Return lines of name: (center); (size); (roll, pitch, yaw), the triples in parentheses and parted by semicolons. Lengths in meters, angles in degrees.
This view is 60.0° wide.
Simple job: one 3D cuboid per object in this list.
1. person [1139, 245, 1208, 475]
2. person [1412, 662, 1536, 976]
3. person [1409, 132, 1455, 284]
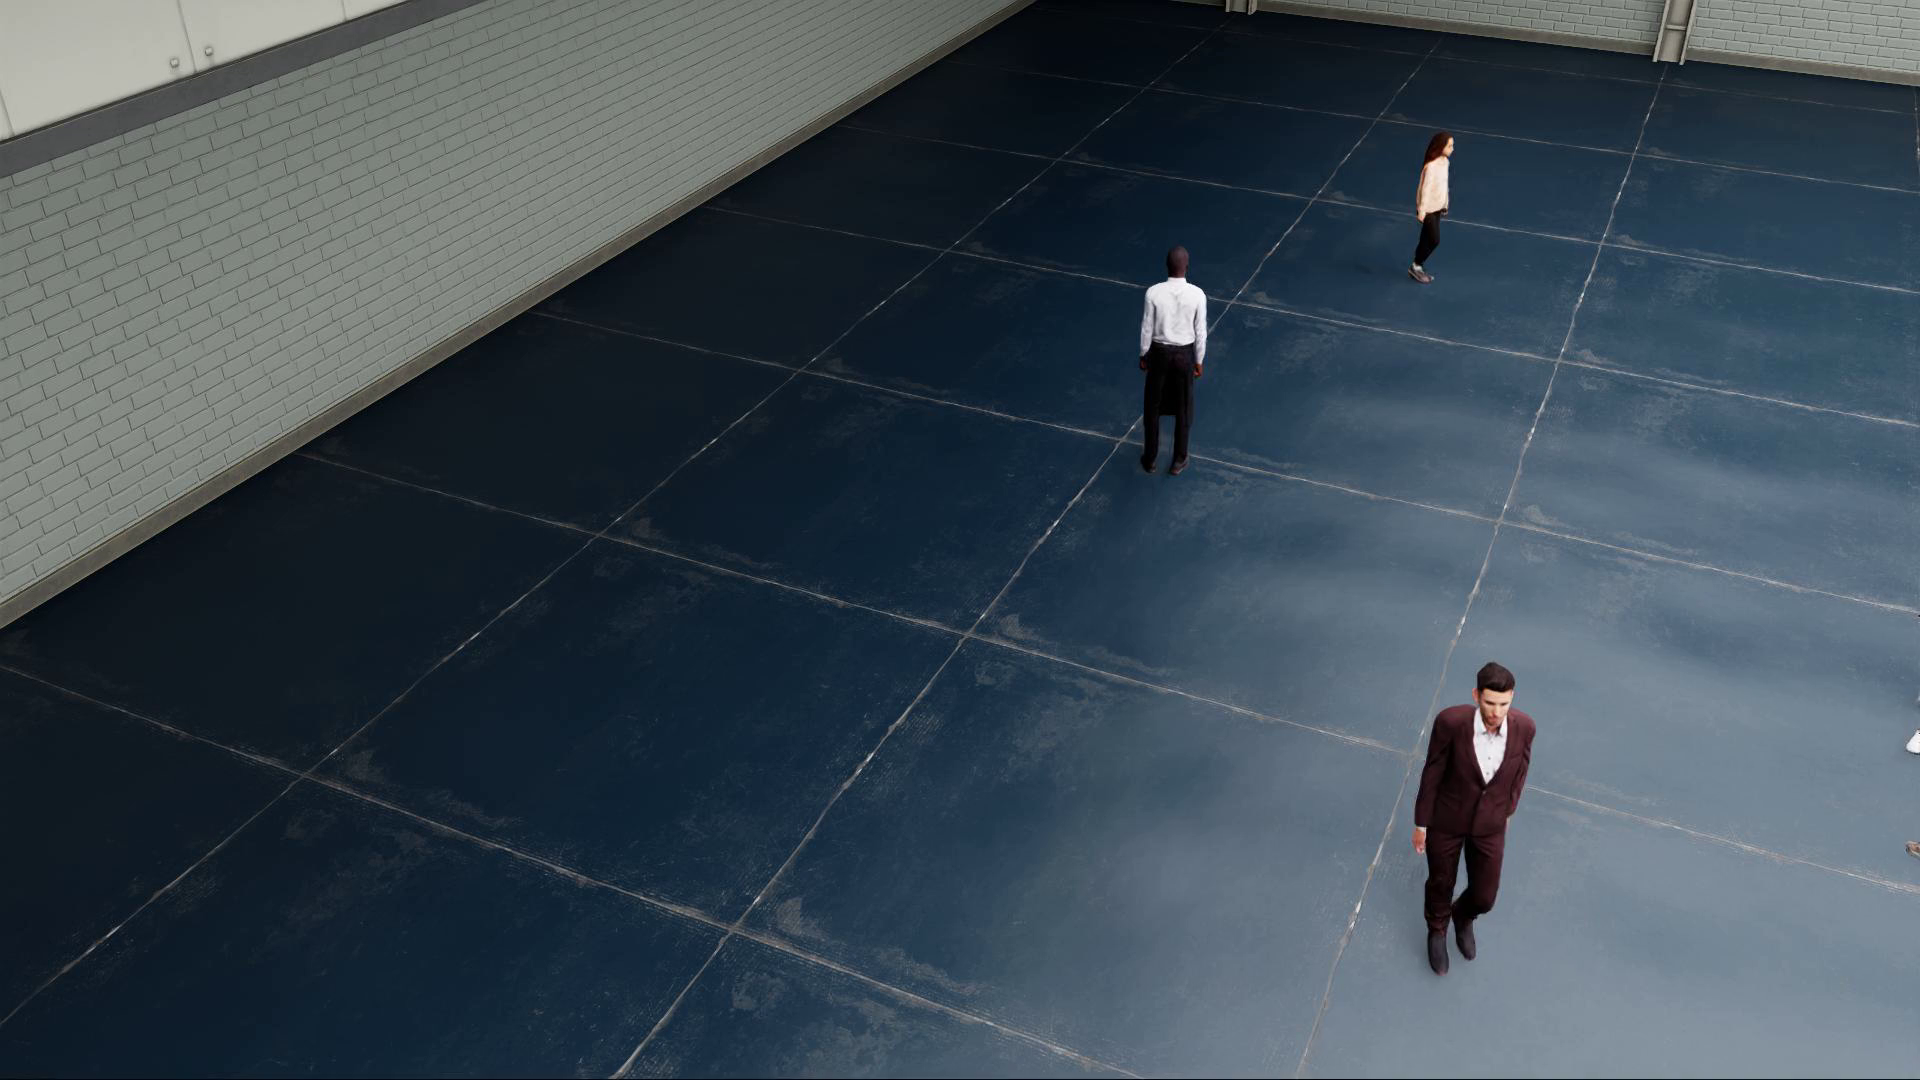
person: (1.600, -1.360, 12.650); (0.571, 1.836, 0.760); (4, 33, 7)
person: (2.527, 1.347, 8.343); (0.687, 1.852, 0.824); (4, 32, 6)
person: (4.439, -3.178, 15.870); (0.594, 1.475, 0.626); (22, 38, 30)
